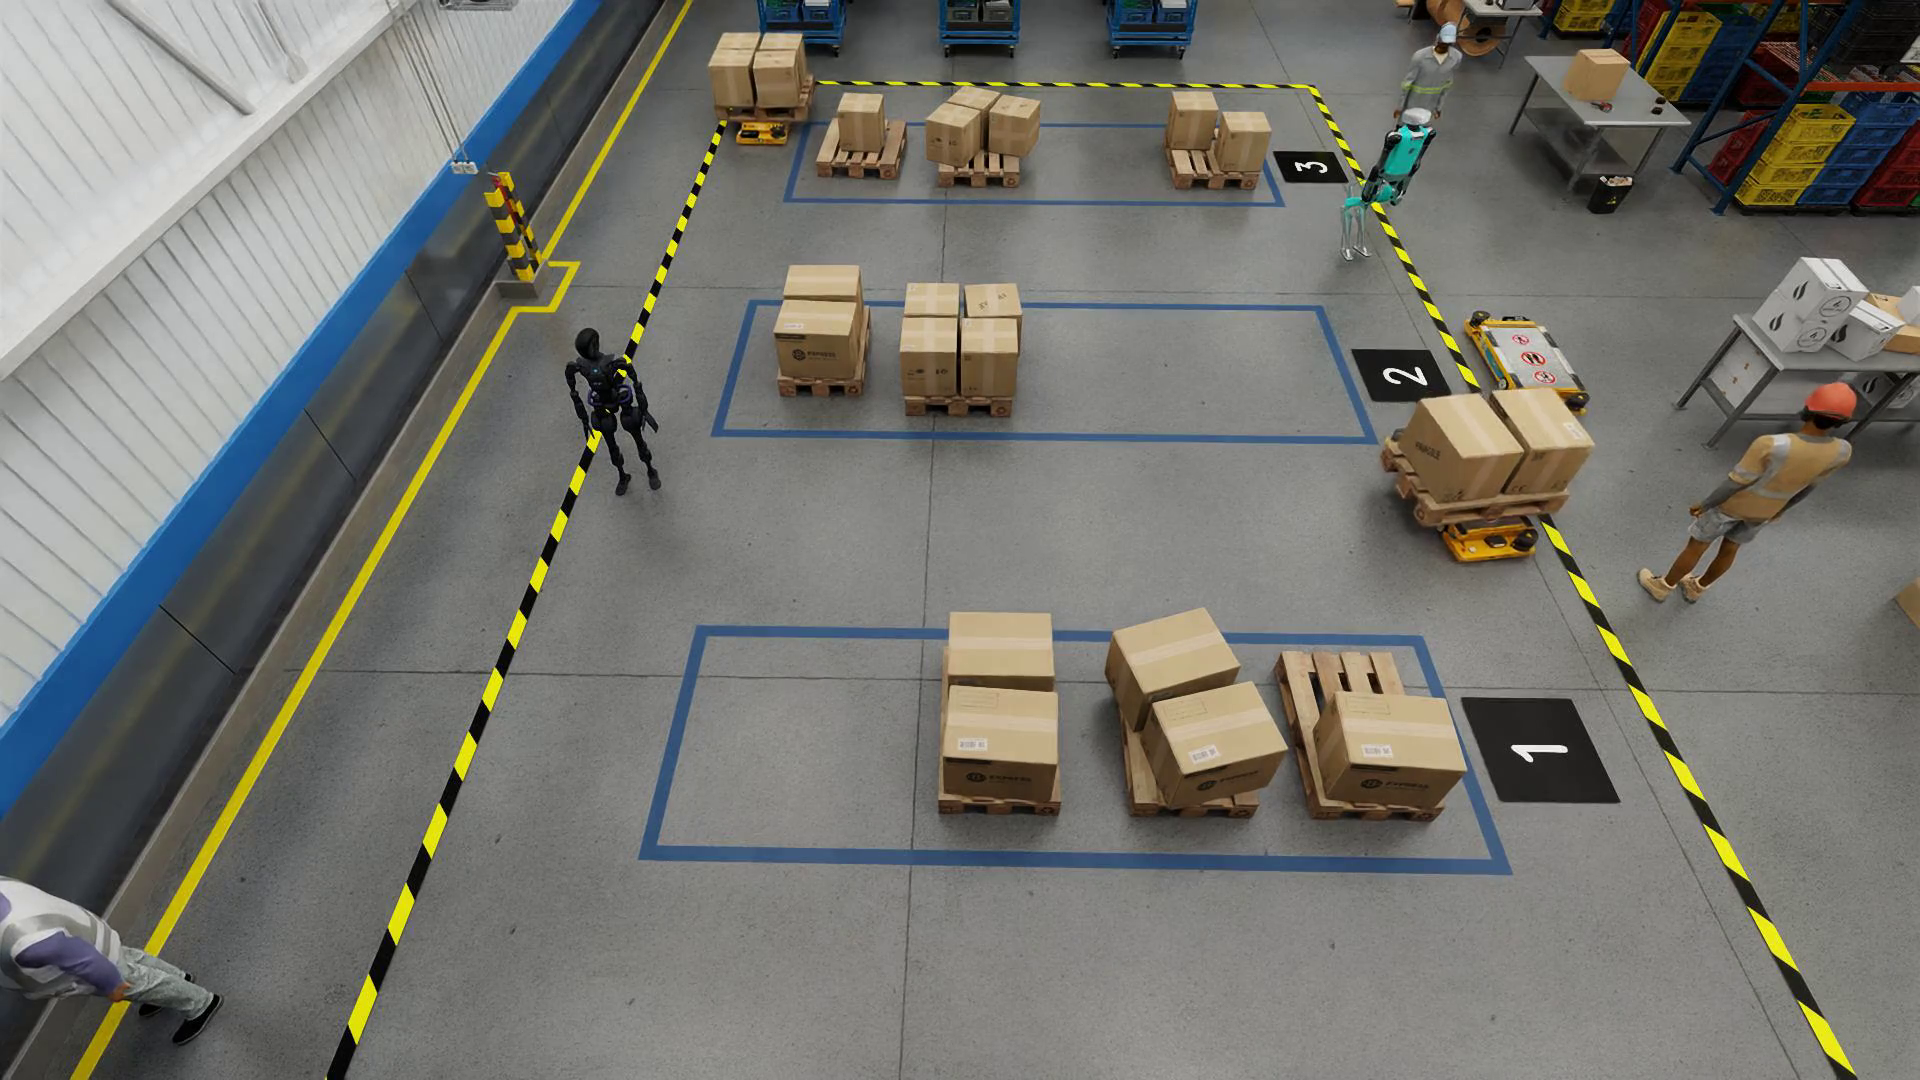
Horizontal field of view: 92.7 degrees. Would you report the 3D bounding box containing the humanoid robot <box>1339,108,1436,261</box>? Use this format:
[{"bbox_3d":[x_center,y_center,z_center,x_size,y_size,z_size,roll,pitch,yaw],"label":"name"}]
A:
[{"bbox_3d":[4.456,-3.851,9.809,0.533,1.673,0.735,-12,50,-10],"label":"humanoid robot"}]

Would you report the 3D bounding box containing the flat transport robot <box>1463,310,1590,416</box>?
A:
[{"bbox_3d":[5.573,-1.757,9.054,0.659,0.231,1.431,1,49,1],"label":"flat transport robot"}]

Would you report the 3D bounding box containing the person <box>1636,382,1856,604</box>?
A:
[{"bbox_3d":[5.658,-0.284,6.613,0.610,2.032,0.398,4,49,3],"label":"person"}]

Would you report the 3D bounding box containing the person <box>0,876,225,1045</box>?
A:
[{"bbox_3d":[-4.492,2.136,4.650,0.600,1.830,0.404,23,53,19],"label":"person"}]

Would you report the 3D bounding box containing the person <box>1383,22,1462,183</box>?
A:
[{"bbox_3d":[5.531,-5.211,10.997,0.590,1.851,0.401,-1,49,0],"label":"person"}]

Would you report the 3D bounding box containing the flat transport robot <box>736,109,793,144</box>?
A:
[{"bbox_3d":[-2.635,-5.867,12.593,0.652,0.197,1.431,1,49,1],"label":"flat transport robot"}]

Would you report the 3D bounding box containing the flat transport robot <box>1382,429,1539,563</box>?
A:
[{"bbox_3d":[4.291,-0.436,7.893,0.652,0.197,1.431,-6,49,-5],"label":"flat transport robot"}]

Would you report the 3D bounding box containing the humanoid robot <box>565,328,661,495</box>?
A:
[{"bbox_3d":[-2.808,-1.031,7.487,0.599,1.653,0.315,-8,50,-7],"label":"humanoid robot"}]
